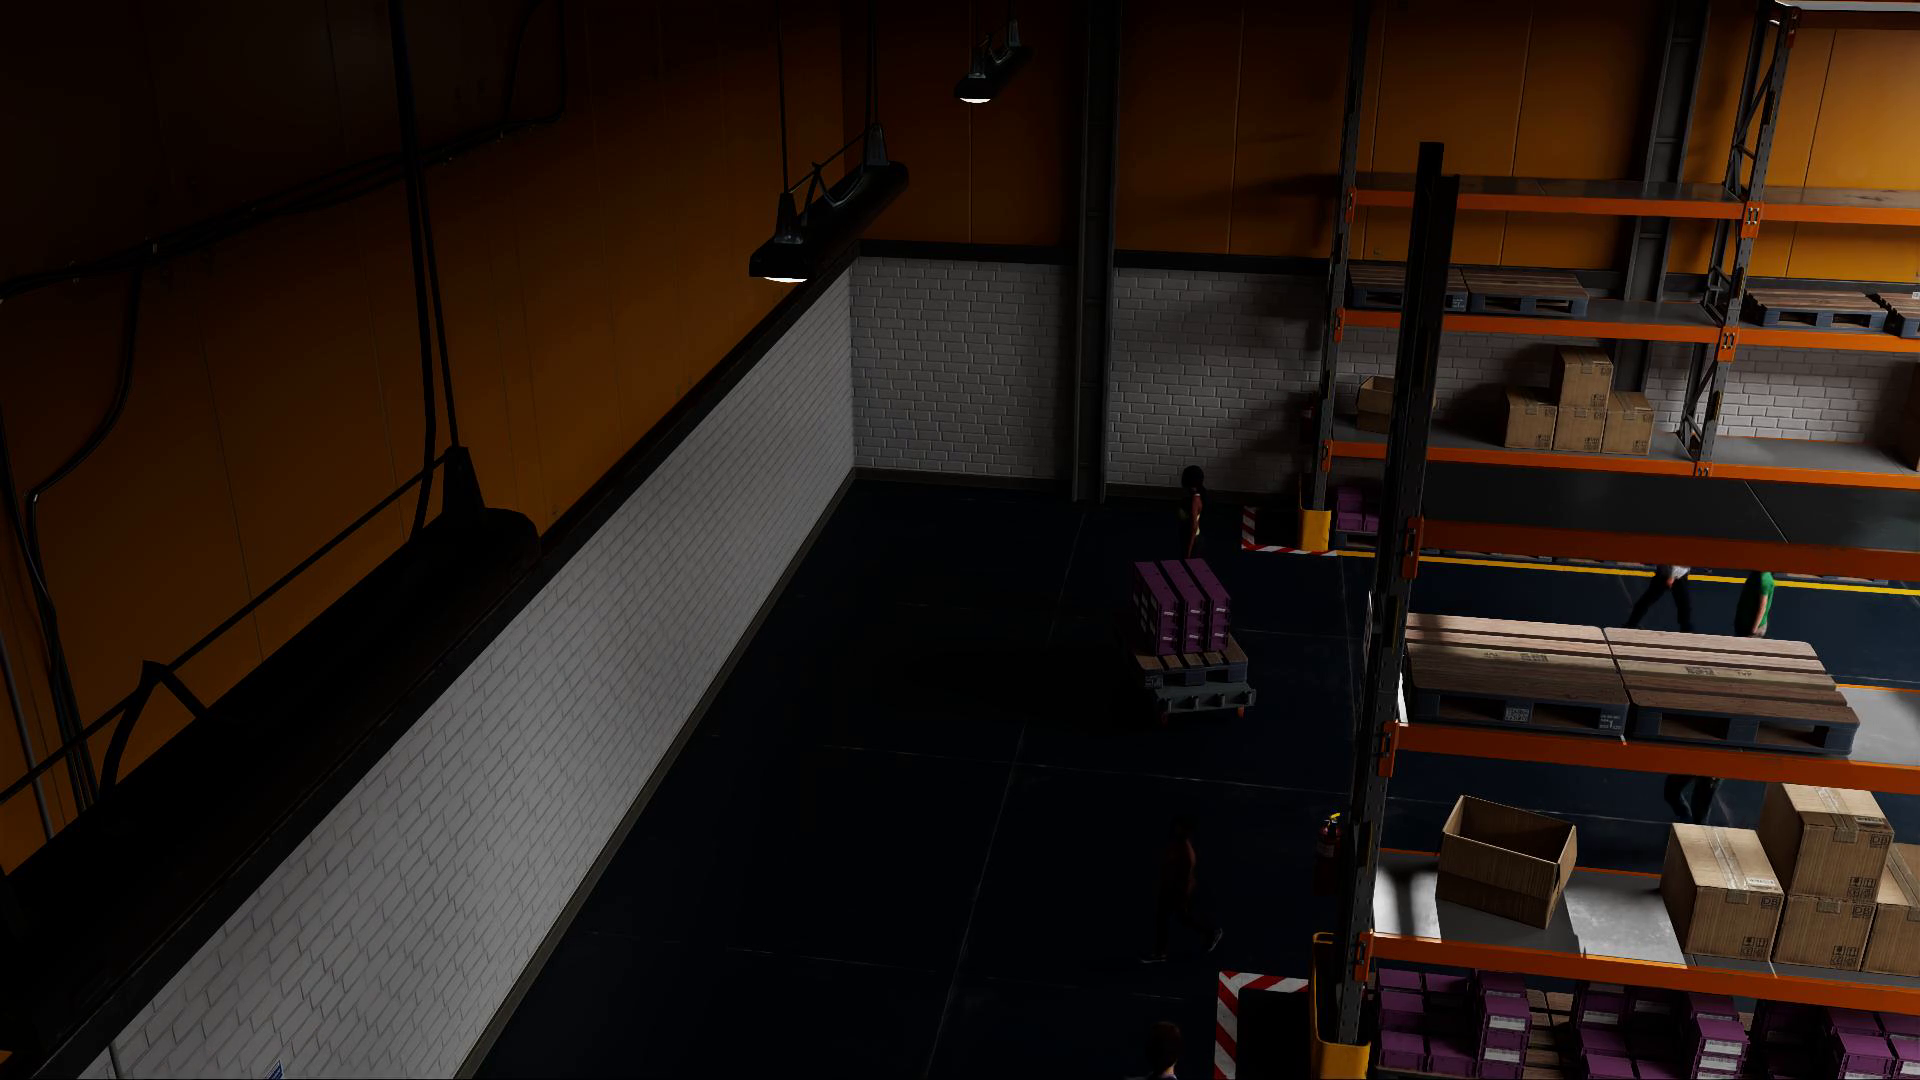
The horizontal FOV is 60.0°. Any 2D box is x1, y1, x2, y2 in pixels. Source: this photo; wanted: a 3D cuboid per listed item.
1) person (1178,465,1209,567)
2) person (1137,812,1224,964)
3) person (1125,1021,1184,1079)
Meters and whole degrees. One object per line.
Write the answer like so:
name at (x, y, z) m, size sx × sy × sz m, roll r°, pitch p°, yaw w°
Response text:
person at (2.360, 0.071, 16.853) m, size 0.529 × 1.753 × 0.584 m, roll 7°, pitch 24°, yaw 15°
person at (1.631, 2.502, 11.939) m, size 0.951 × 1.236 × 0.778 m, roll -8°, pitch 25°, yaw -17°
person at (1.071, 3.466, 8.941) m, size 1.066 × 1.870 × 0.875 m, roll 8°, pitch 25°, yaw 17°
